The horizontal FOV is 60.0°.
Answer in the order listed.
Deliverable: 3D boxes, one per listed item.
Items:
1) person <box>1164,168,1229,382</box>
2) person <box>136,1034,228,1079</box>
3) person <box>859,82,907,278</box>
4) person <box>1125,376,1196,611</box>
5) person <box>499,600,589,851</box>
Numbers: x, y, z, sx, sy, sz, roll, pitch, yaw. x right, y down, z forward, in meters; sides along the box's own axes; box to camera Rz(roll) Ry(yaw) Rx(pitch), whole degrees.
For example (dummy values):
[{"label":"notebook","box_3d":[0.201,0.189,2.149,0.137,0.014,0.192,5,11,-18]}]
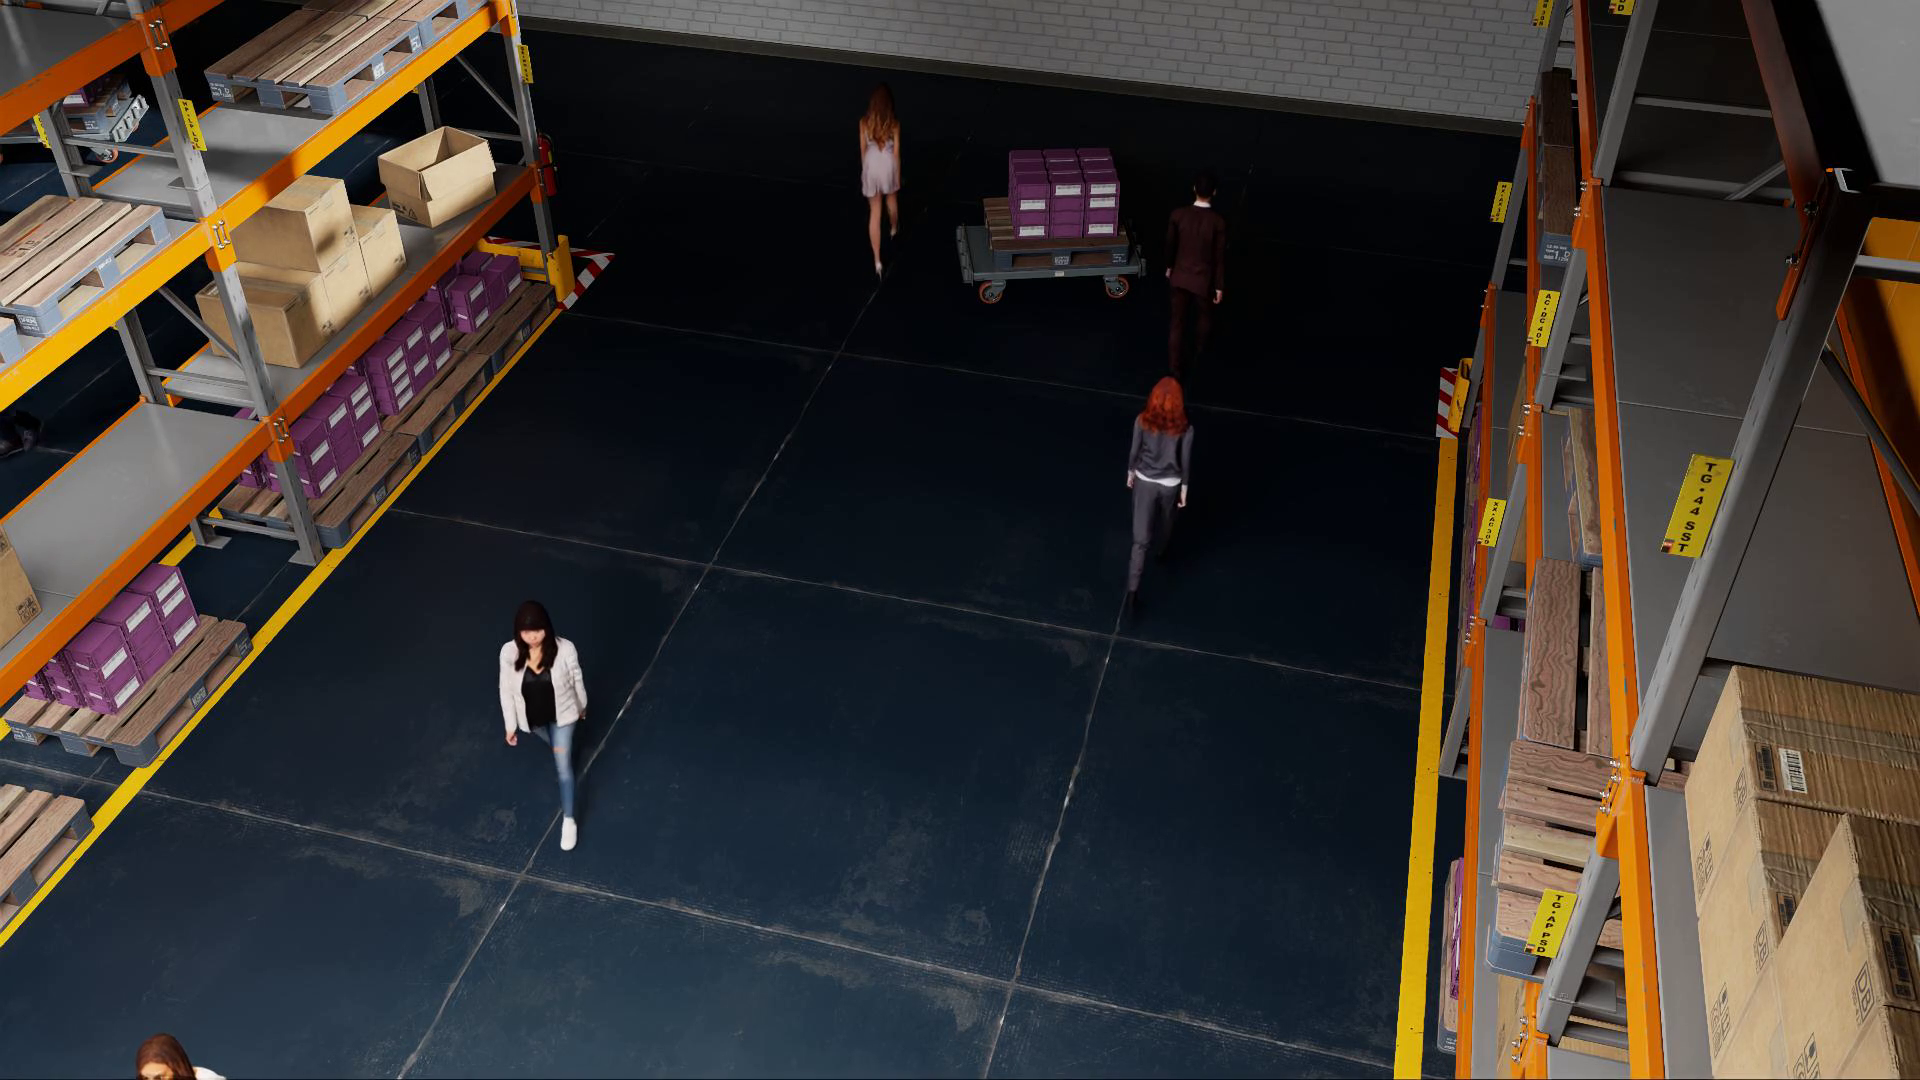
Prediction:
[{"label":"person","box_3d":[1.875,-2.071,13.503,0.787,1.827,1.142,14,41,17]},{"label":"person","box_3d":[-3.418,2.771,7.556,0.687,1.683,0.677,-5,39,-6]},{"label":"person","box_3d":[-0.725,-3.203,15.011,0.675,1.714,1.169,4,39,5]},{"label":"person","box_3d":[1.326,-0.293,11.350,0.582,1.735,1.154,9,39,11]},{"label":"person","box_3d":[-2.454,0.963,9.885,0.826,1.600,1.150,-1,39,-2]}]
